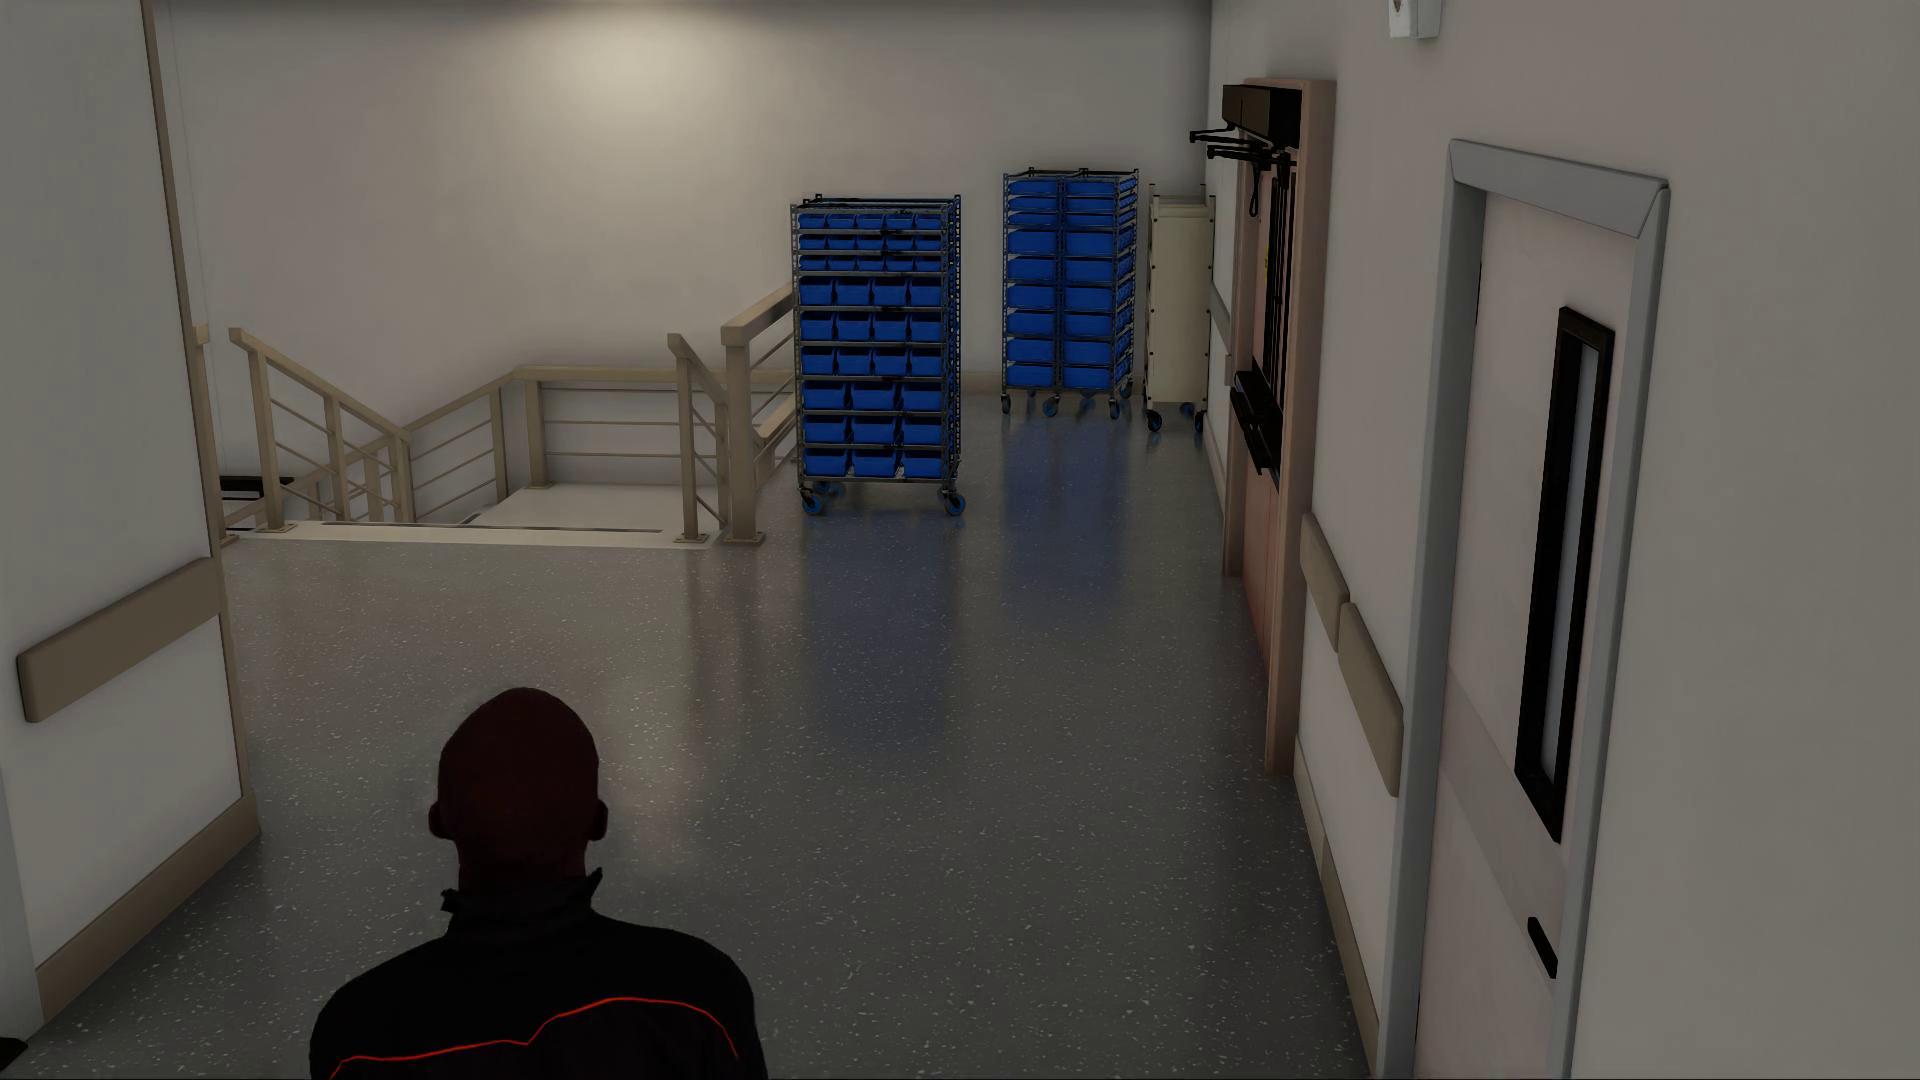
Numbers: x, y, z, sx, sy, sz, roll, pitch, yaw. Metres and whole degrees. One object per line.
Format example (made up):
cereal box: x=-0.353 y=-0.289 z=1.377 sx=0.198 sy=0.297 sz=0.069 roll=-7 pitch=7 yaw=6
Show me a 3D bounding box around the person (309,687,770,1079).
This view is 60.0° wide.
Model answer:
person: x=-0.456 y=1.029 z=1.975 sx=0.769 sy=1.825 sz=0.728 roll=-4 pitch=16 yaw=-13
